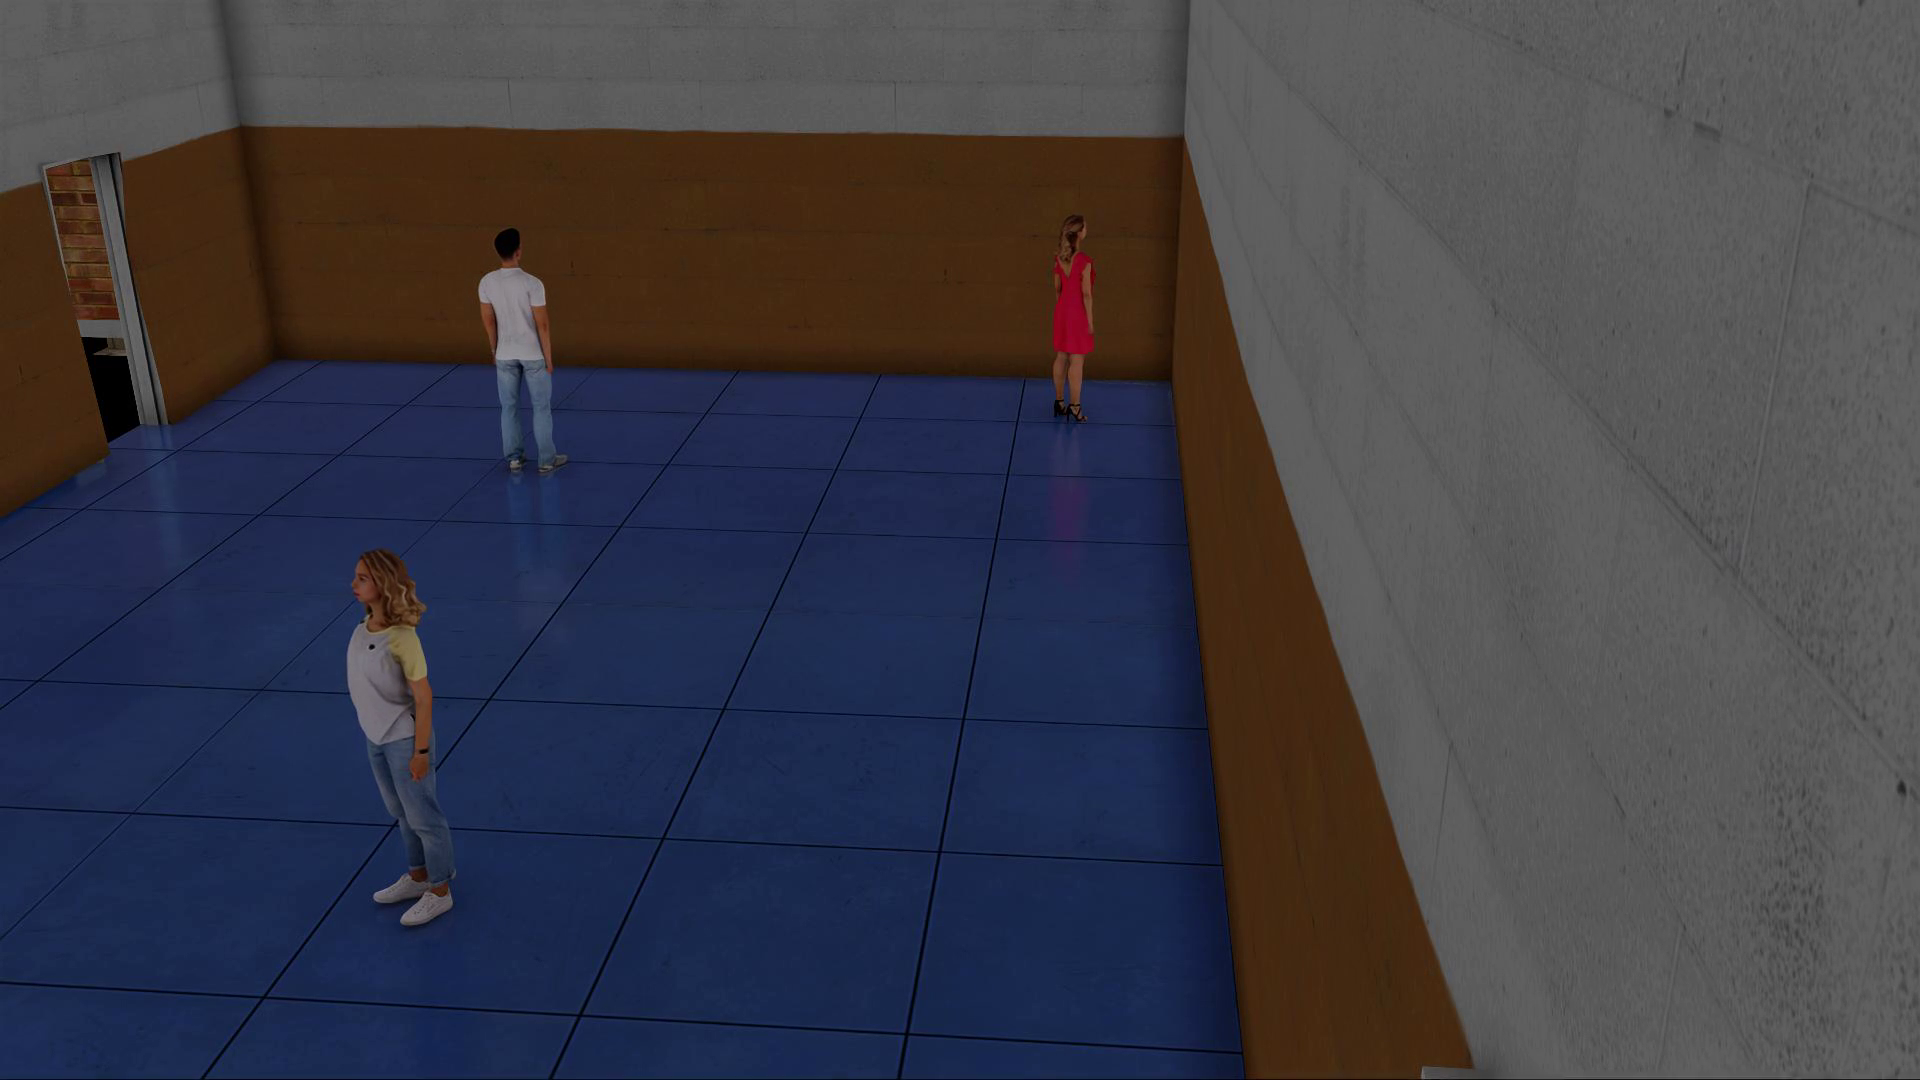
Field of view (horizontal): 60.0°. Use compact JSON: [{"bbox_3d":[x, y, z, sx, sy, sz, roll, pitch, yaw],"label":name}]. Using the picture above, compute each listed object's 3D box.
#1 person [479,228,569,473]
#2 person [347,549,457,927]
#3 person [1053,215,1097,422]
[{"bbox_3d":[-3.323,-1.424,12.582,0.511,1.866,0.739,3,22,8],"label":"person"},{"bbox_3d":[-2.390,0.837,7.125,0.768,1.723,0.693,-20,29,-40],"label":"person"},{"bbox_3d":[0.928,-1.848,13.821,0.715,1.729,0.662,-16,27,-34],"label":"person"}]
